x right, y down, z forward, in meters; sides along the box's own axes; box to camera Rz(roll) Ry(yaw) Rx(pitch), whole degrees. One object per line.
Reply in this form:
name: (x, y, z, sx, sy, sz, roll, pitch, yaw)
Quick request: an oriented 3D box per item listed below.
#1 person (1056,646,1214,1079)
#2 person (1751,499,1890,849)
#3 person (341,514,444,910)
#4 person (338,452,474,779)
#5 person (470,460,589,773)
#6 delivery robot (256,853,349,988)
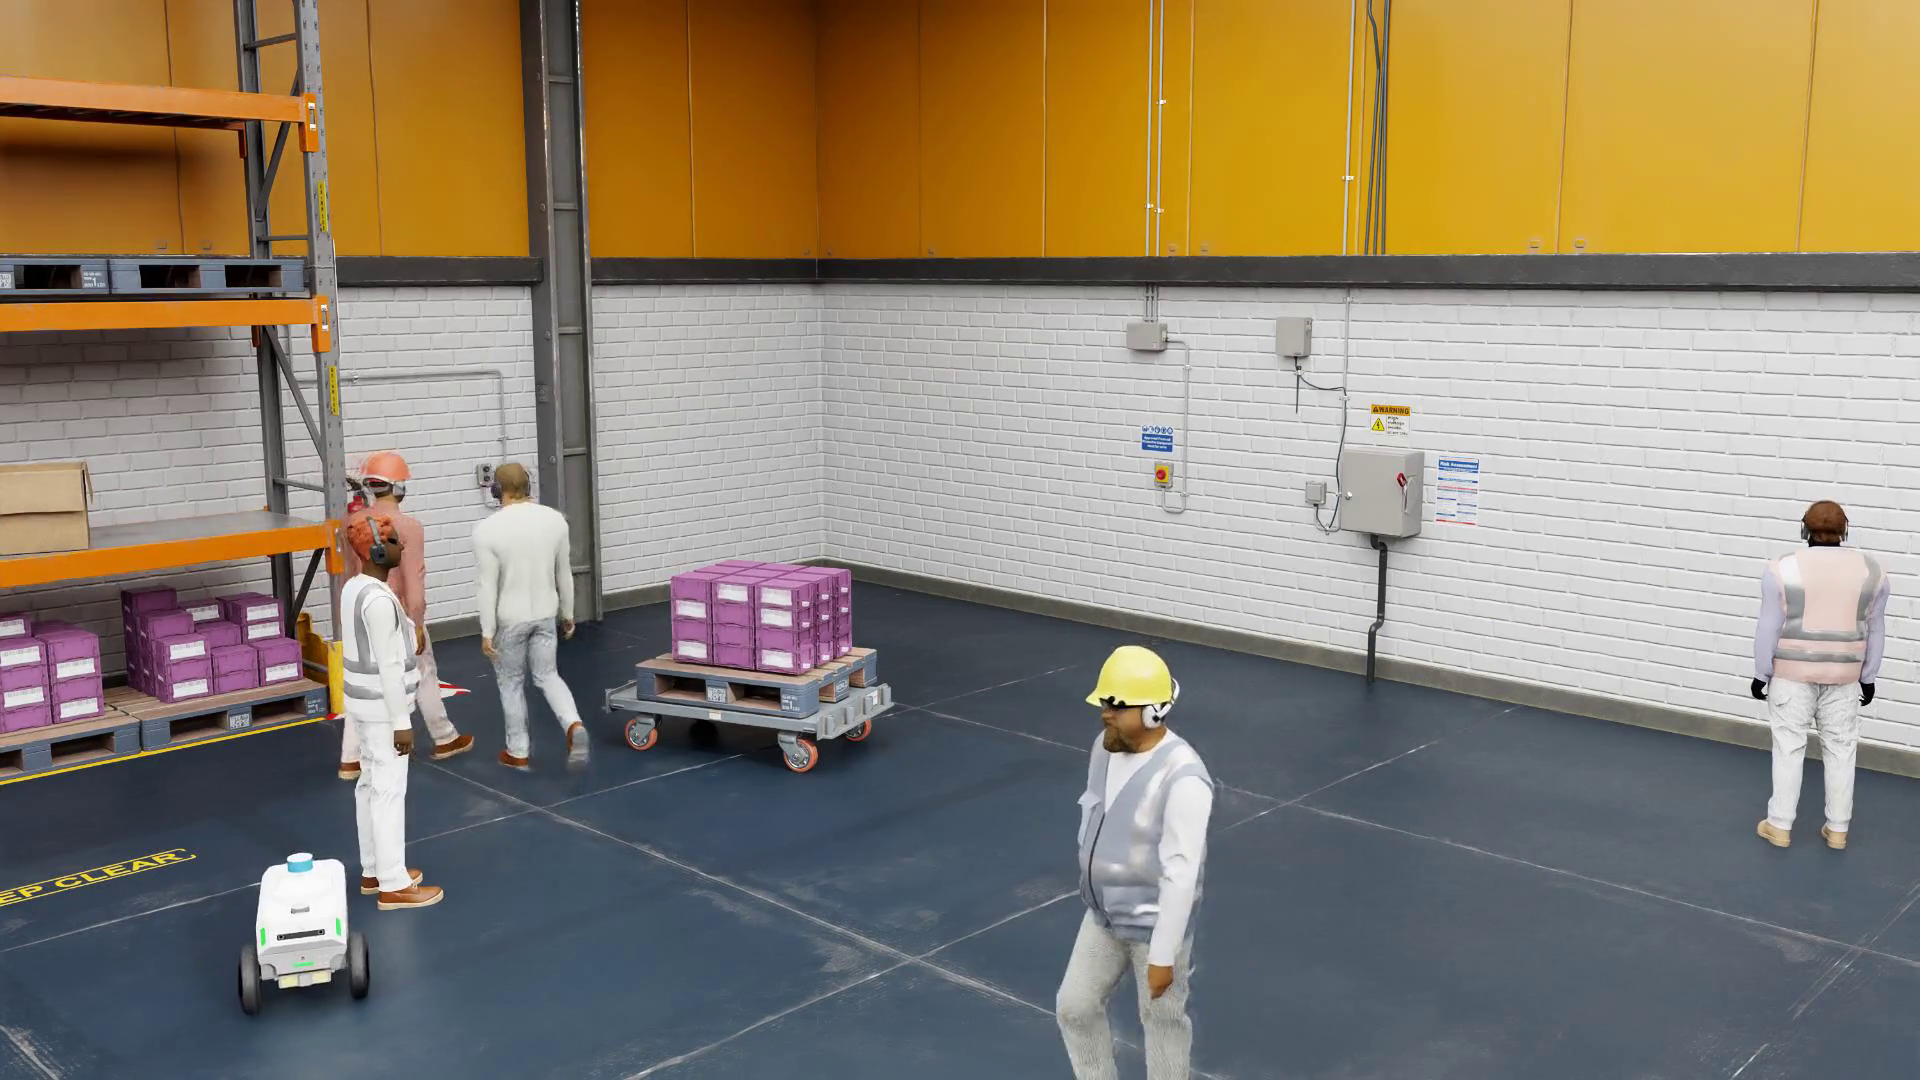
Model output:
person: (0.524, 1.243, 5.484, 0.580, 1.812, 0.625, -5, 11, -29)
person: (4.484, 0.703, 8.732, 0.633, 1.839, 0.429, 2, 9, 9)
person: (-2.738, 0.812, 7.925, 0.355, 1.885, 0.576, -6, 11, -34)
person: (-3.420, 0.436, 10.062, 0.639, 1.950, 0.930, 4, 10, 24)
person: (-2.531, 0.487, 9.856, 0.667, 1.907, 0.807, -9, 13, -43)
delivery robot: (-2.783, 1.572, 7.046, 0.477, 0.478, 0.707, -3, 10, -20)
